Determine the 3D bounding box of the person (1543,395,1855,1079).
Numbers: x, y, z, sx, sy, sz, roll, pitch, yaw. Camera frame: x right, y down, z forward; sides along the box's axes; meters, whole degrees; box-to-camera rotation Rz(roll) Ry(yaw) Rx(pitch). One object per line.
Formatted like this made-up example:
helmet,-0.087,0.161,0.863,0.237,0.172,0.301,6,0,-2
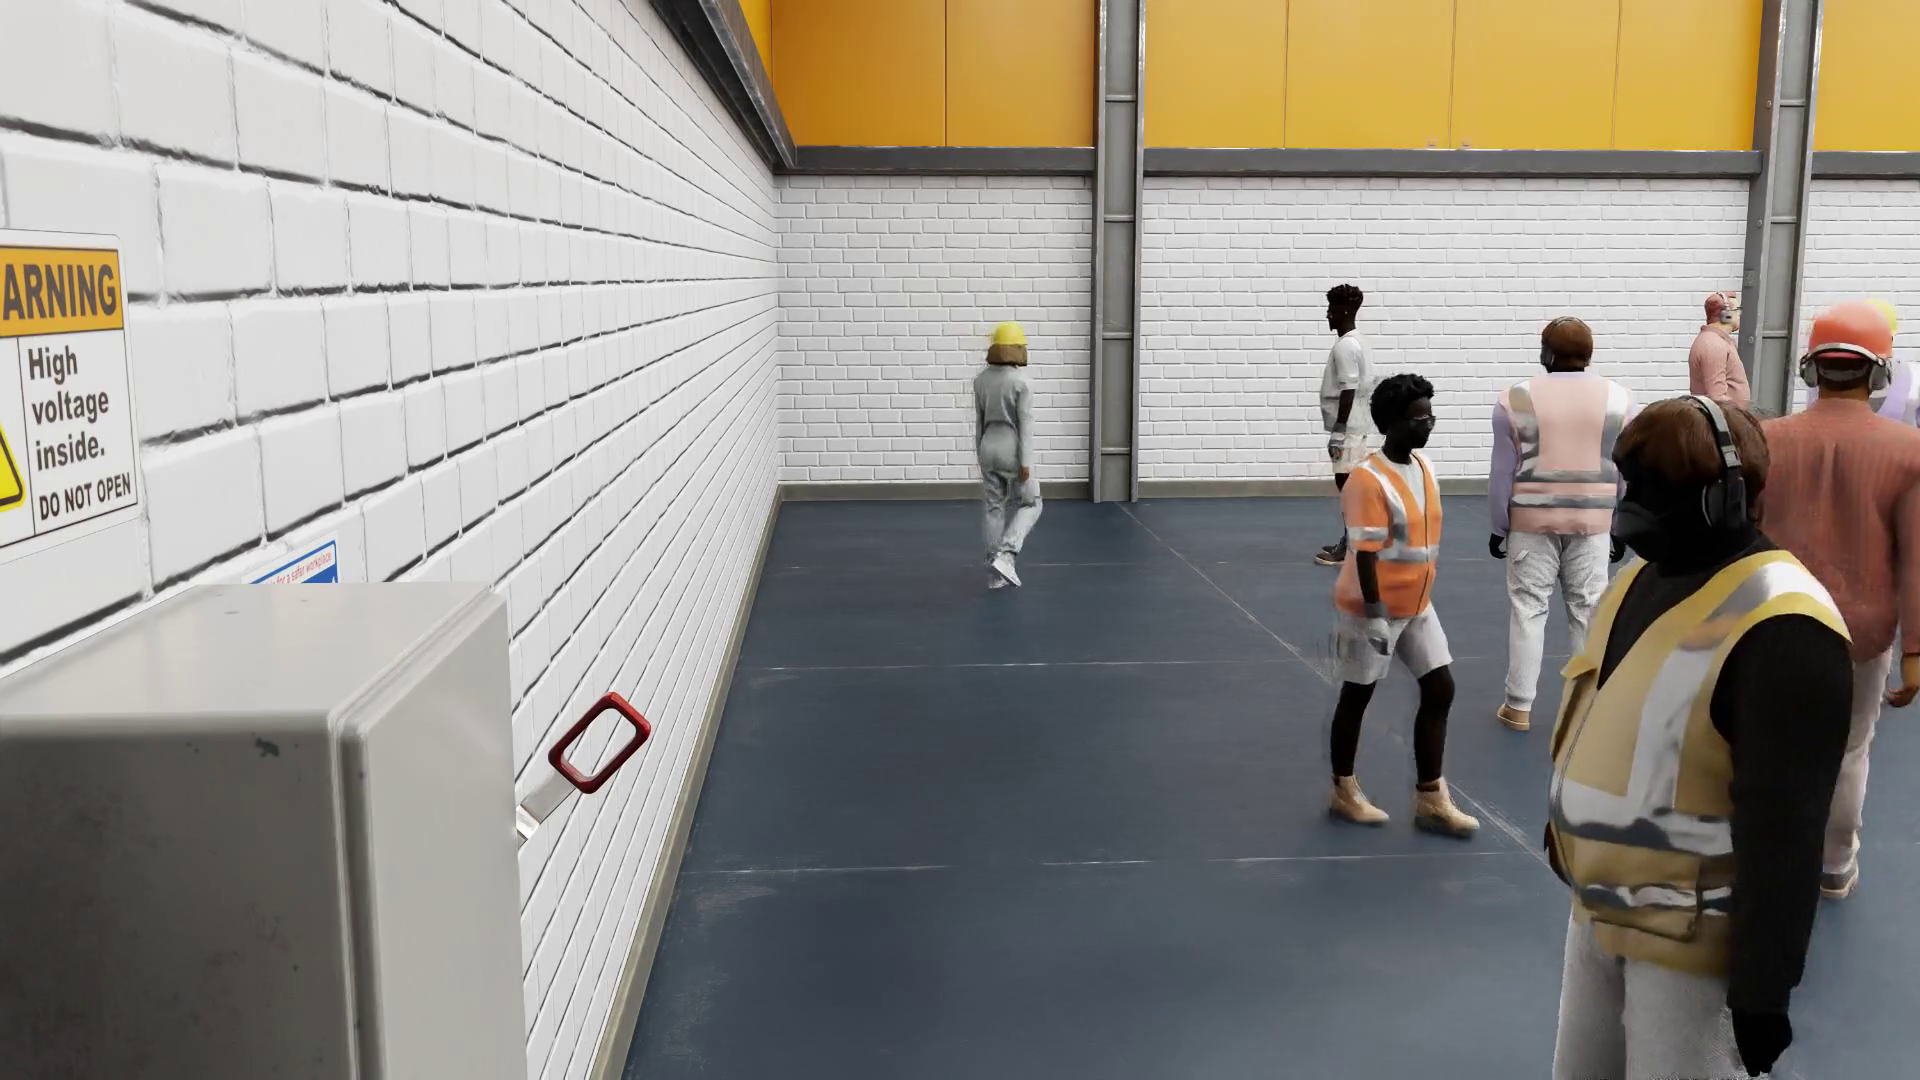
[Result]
person,1.293,0.658,2.905,0.660,1.831,0.640,0,9,0

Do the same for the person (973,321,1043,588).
person,0.298,-0.533,10.691,0.488,1.733,0.369,7,11,37

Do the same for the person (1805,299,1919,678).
person,4.572,-0.256,8.395,0.626,1.890,0.879,4,10,26

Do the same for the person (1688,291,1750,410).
person,5.354,-0.797,11.772,0.409,1.913,0.642,3,10,18

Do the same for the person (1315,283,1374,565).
person,2.699,-0.805,11.648,0.367,1.964,0.609,4,10,23

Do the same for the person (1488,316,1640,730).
person,2.648,-0.060,7.365,0.626,1.843,0.429,2,9,10

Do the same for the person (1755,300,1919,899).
person,2.627,0.250,5.091,0.624,1.948,1.032,7,11,35

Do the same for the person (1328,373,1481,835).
person,1.608,0.249,5.931,0.546,1.666,0.685,-8,12,-42
